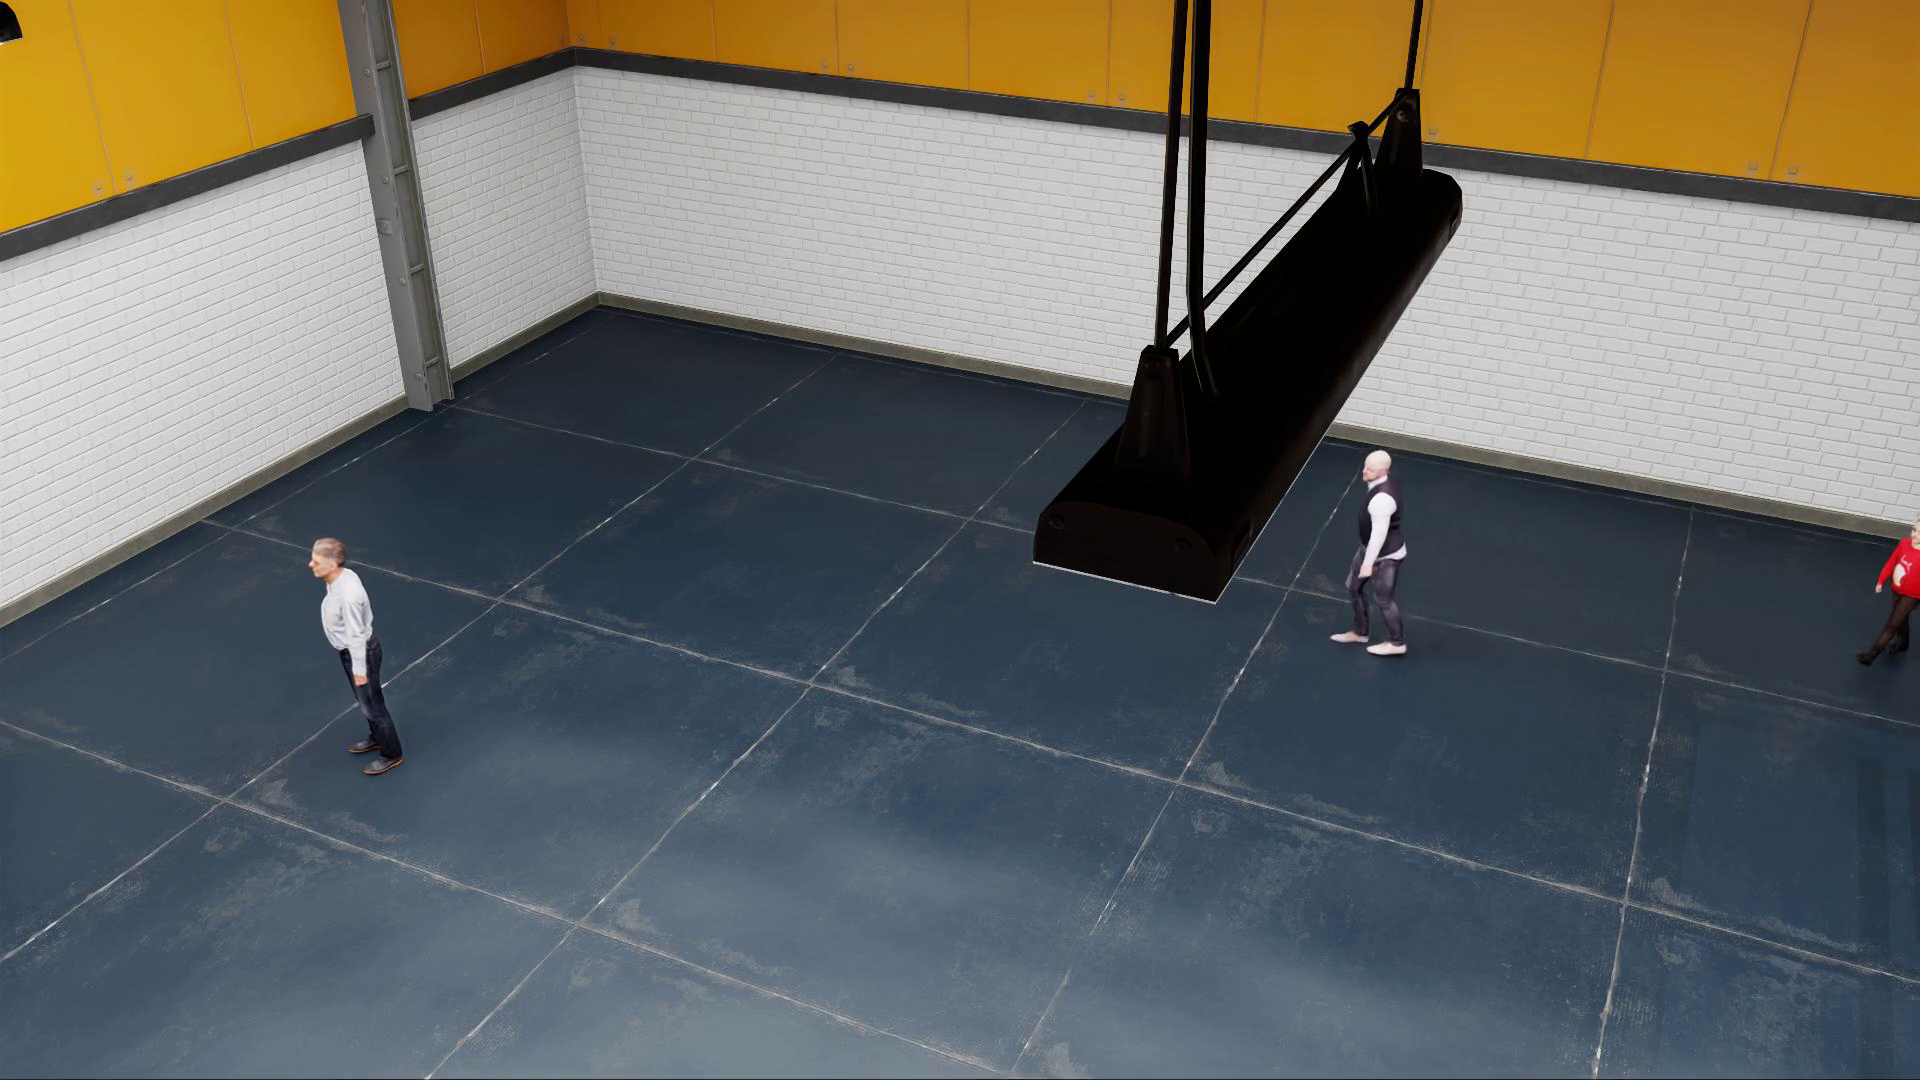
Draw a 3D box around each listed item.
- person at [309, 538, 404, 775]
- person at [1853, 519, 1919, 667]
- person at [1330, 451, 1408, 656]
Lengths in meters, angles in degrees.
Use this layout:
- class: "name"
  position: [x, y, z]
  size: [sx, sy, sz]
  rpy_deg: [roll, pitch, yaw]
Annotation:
- class: "person"
  position: [-4.189, 0.780, 11.573]
  size: [0.745, 1.816, 0.729]
  rpy_deg: [-17, 33, -28]
- class: "person"
  position: [7.375, 0.394, 12.873]
  size: [0.931, 1.248, 0.873]
  rpy_deg: [-10, 30, -18]
- class: "person"
  position: [3.303, 0.122, 12.812]
  size: [0.913, 1.784, 0.882]
  rpy_deg: [7, 29, 12]
